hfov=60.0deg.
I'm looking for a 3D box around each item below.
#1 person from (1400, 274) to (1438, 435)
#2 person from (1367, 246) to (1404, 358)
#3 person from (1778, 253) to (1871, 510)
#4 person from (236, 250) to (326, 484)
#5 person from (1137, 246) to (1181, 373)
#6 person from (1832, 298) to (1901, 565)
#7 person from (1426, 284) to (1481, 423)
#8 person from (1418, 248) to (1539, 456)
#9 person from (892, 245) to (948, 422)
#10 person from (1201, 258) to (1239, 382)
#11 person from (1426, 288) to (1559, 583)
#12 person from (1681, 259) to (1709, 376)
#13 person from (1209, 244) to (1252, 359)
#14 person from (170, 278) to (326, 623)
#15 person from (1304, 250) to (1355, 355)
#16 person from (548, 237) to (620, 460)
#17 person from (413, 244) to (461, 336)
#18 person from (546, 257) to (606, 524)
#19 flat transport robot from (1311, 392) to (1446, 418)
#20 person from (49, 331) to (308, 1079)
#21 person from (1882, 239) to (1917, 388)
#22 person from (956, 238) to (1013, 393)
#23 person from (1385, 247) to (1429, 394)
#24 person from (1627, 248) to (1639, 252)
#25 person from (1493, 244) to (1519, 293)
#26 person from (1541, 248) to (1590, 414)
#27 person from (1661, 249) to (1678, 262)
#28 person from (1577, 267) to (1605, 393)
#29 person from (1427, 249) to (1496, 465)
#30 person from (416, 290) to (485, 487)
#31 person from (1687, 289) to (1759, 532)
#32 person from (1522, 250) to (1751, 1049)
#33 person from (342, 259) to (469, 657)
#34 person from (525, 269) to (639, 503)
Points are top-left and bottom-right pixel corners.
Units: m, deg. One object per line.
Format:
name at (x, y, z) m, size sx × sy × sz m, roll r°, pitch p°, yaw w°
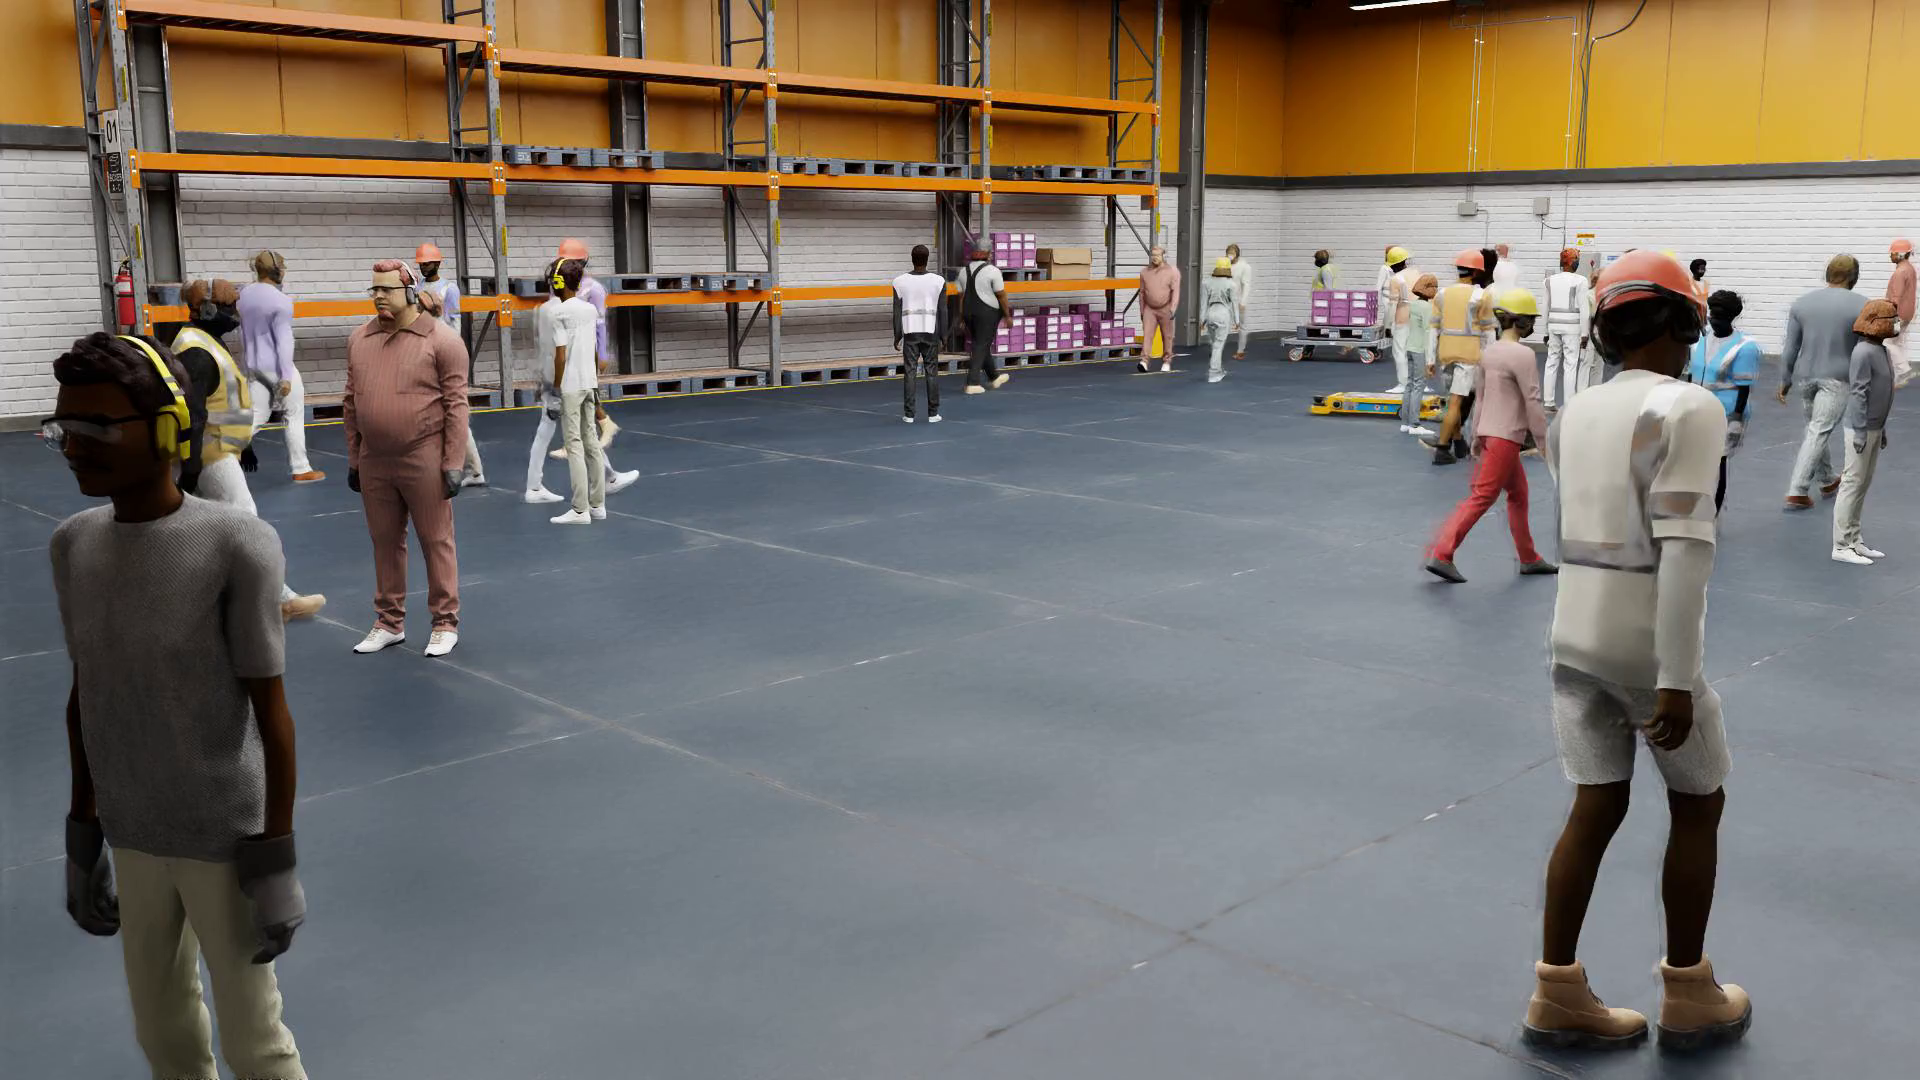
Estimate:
person at (4.705, -1.888, 16.972) m, size 0.270 × 1.627 × 0.496 m, roll -1°, pitch 10°, yaw -7°
person at (7.061, -3.941, 27.595) m, size 0.584 × 1.828 × 0.996 m, roll -8°, pitch 13°, yaw -38°
person at (6.522, -1.182, 12.413) m, size 1.036 × 1.879 × 0.651 m, roll -7°, pitch 12°, yaw -32°
person at (-5.581, -1.358, 13.309) m, size 0.631 × 1.916 × 0.875 m, roll 6°, pitch 12°, yaw 28°
person at (2.897, -3.368, 24.414) m, size 0.653 × 1.850 × 1.026 m, roll 4°, pitch 11°, yaw 20°
person at (5.639, -0.675, 10.326) m, size 0.285 × 1.636 × 0.497 m, roll 9°, pitch 14°, yaw 41°
person at (5.443, -2.088, 17.586) m, size 0.951 × 1.808 × 0.576 m, roll 8°, pitch 13°, yaw 36°
person at (4.831, -1.705, 15.222) m, size 1.070 × 1.902 × 0.630 m, roll 5°, pitch 12°, yaw 27°
person at (-0.428, -2.225, 18.009) m, size 0.596 × 1.918 × 0.384 m, roll 0°, pitch 10°, yaw 0°
person at (3.661, -3.068, 23.185) m, size 0.503 × 1.702 × 0.848 m, roll 8°, pitch 13°, yaw 36°
person at (3.151, -0.605, 9.726) m, size 0.910 × 1.724 × 0.534 m, roll -1°, pitch 10°, yaw -5°
person at (10.602, -3.217, 24.051) m, size 0.530 × 1.689 × 0.321 m, roll -6°, pitch 12°, yaw -28°
person at (4.406, -3.844, 26.958) m, size 0.632 × 1.873 × 1.031 m, roll 7°, pitch 12°, yaw 34°
person at (-3.795, -0.446, 8.655) m, size 0.894 × 1.800 × 0.627 m, roll -5°, pitch 11°, yaw -23°
person at (6.194, -3.986, 28.010) m, size 0.969 × 1.789 × 0.638 m, roll 3°, pitch 11°, yaw 17°
person at (-3.479, -1.776, 15.330) m, size 0.614 × 2.013 × 0.981 m, roll 7°, pitch 12°, yaw 33°
person at (-5.145, -1.914, 16.262) m, size 0.545 × 1.938 × 0.359 m, roll 2°, pitch 11°, yaw 12°
person at (-2.719, -1.040, 11.681) m, size 0.330 × 1.872 × 0.512 m, roll 4°, pitch 11°, yaw 23°
flat transport robot at (4.729, -1.522, 18.672) m, size 1.431 × 0.197 × 0.652 m, roll 5°, pitch 12°, yaw 25°
person at (-1.408, 0.557, 3.008) m, size 0.514 × 1.865 × 0.326 m, roll 4°, pitch 11°, yaw 19°
person at (12.362, -2.966, 21.910) m, size 0.617 × 1.979 × 0.449 m, roll -10°, pitch 14°, yaw -43°
person at (0.361, -2.935, 21.551) m, size 1.012 × 2.000 × 0.686 m, roll -10°, pitch 14°, yaw -42°
person at (5.760, -2.813, 21.354) m, size 0.747 × 1.879 × 0.386 m, roll -7°, pitch 12°, yaw -32°
person at (10.672, -3.762, 26.675) m, size 0.629 × 1.818 × 0.764 m, roll -9°, pitch 14°, yaw -39°
person at (8.220, -3.605, 25.614) m, size 0.685 × 1.884 × 0.699 m, roll -7°, pitch 12°, yaw -33°
person at (6.820, -2.340, 18.736) m, size 0.356 × 1.883 × 0.572 m, roll -8°, pitch 13°, yaw -36°
person at (9.961, -3.195, 23.569) m, size 0.623 × 1.818 × 0.430 m, roll -3°, pitch 11°, yaw -14°
person at (7.496, -2.379, 19.596) m, size 0.522 × 1.645 × 0.306 m, roll -6°, pitch 12°, yaw -30°
person at (4.523, -1.632, 14.839) m, size 0.917 × 1.894 × 0.552 m, roll -9°, pitch 14°, yaw -41°
person at (-4.206, -1.174, 13.163) m, size 0.856 × 1.586 × 0.598 m, roll -3°, pitch 11°, yaw -17°
person at (5.014, -0.834, 11.083) m, size 0.387 × 1.666 × 0.598 m, roll -4°, pitch 11°, yaw -22°
person at (1.718, 0.282, 4.166) m, size 0.714 × 1.981 × 0.696 m, roll -4°, pitch 11°, yaw -19°
person at (-2.683, -0.385, 8.014) m, size 0.639 × 1.908 × 0.409 m, roll 2°, pitch 11°, yaw 12°
person at (-2.962, -1.204, 12.737) m, size 0.978 × 1.807 × 0.531 m, roll -9°, pitch 14°, yaw -42°
